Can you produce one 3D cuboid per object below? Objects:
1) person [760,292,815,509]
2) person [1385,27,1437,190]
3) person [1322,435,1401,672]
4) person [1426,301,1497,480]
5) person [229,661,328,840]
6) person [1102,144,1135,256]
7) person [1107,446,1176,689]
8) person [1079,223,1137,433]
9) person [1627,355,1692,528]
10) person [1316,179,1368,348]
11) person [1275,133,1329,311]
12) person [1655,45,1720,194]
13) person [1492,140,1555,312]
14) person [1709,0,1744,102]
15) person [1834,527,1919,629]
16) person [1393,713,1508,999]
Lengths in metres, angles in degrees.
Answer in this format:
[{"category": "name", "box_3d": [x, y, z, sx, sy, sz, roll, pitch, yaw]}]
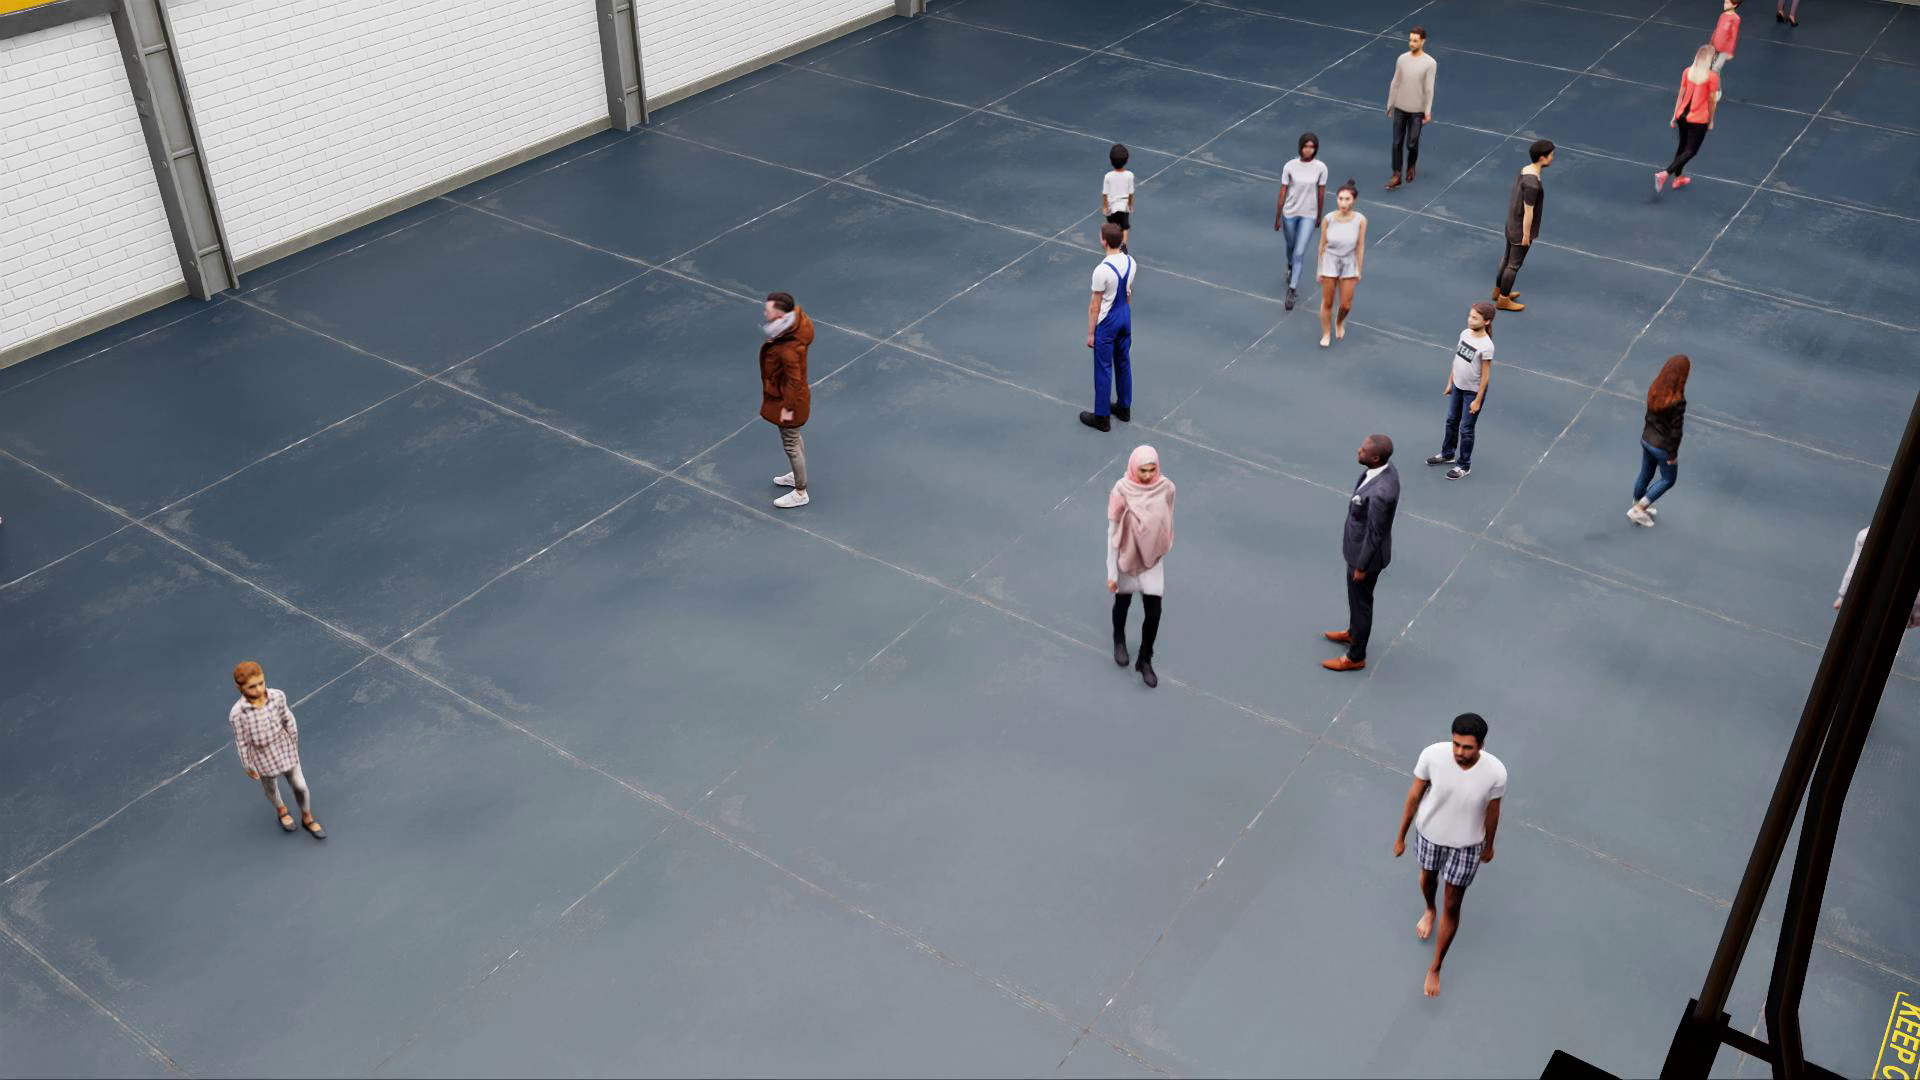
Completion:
[{"category": "person", "box_3d": [-1.356, -1.135, 13.220, 0.915, 1.841, 0.843, -2, 34, -3]}, {"category": "person", "box_3d": [5.144, -4.907, 18.883, 0.665, 1.854, 0.719, 22, 39, 29]}, {"category": "person", "box_3d": [2.784, 0.075, 11.416, 0.834, 1.824, 0.665, 8, 34, 12]}, {"category": "person", "box_3d": [4.175, -1.254, 13.652, 0.669, 1.562, 0.634, -13, 36, -19]}, {"category": "person", "box_3d": [-4.243, 1.240, 10.139, 0.657, 1.297, 0.687, -22, 40, -30]}, {"category": "person", "box_3d": [1.653, -3.467, 17.258, 0.694, 1.255, 0.760, -4, 34, -6]}, {"category": "person", "box_3d": [1.171, 0.108, 11.404, 0.888, 1.782, 0.947, -5, 34, -7]}, {"category": "person", "box_3d": [1.305, -1.839, 14.274, 0.591, 1.847, 0.732, -25, 41, -32]}, {"category": "person", "box_3d": [5.416, -0.756, 12.978, 0.740, 1.479, 0.696, -9, 35, -14]}, {"category": "person", "box_3d": [3.575, -2.607, 15.655, 0.661, 1.598, 0.678, 7, 34, 11]}, {"category": "person", "box_3d": [3.360, -3.210, 16.493, 0.867, 1.675, 1.224, 8, 35, 12]}, {"category": "person", "box_3d": [8.189, -4.706, 18.743, 1.090, 1.674, 0.862, -18, 38, -25]}, {"category": "person", "box_3d": [5.487, -3.090, 16.279, 0.751, 1.711, 0.634, 3, 34, 5]}, {"category": "person", "box_3d": [9.903, -6.341, 21.447, 0.689, 1.405, 0.632, -7, 34, -10]}, {"category": "person", "box_3d": [6.001, 0.441, 10.850, 0.716, 1.840, 0.616, 16, 37, 22]}, {"category": "person", "box_3d": [2.736, 1.594, 9.245, 0.740, 1.697, 1.012, 15, 36, 21]}]
